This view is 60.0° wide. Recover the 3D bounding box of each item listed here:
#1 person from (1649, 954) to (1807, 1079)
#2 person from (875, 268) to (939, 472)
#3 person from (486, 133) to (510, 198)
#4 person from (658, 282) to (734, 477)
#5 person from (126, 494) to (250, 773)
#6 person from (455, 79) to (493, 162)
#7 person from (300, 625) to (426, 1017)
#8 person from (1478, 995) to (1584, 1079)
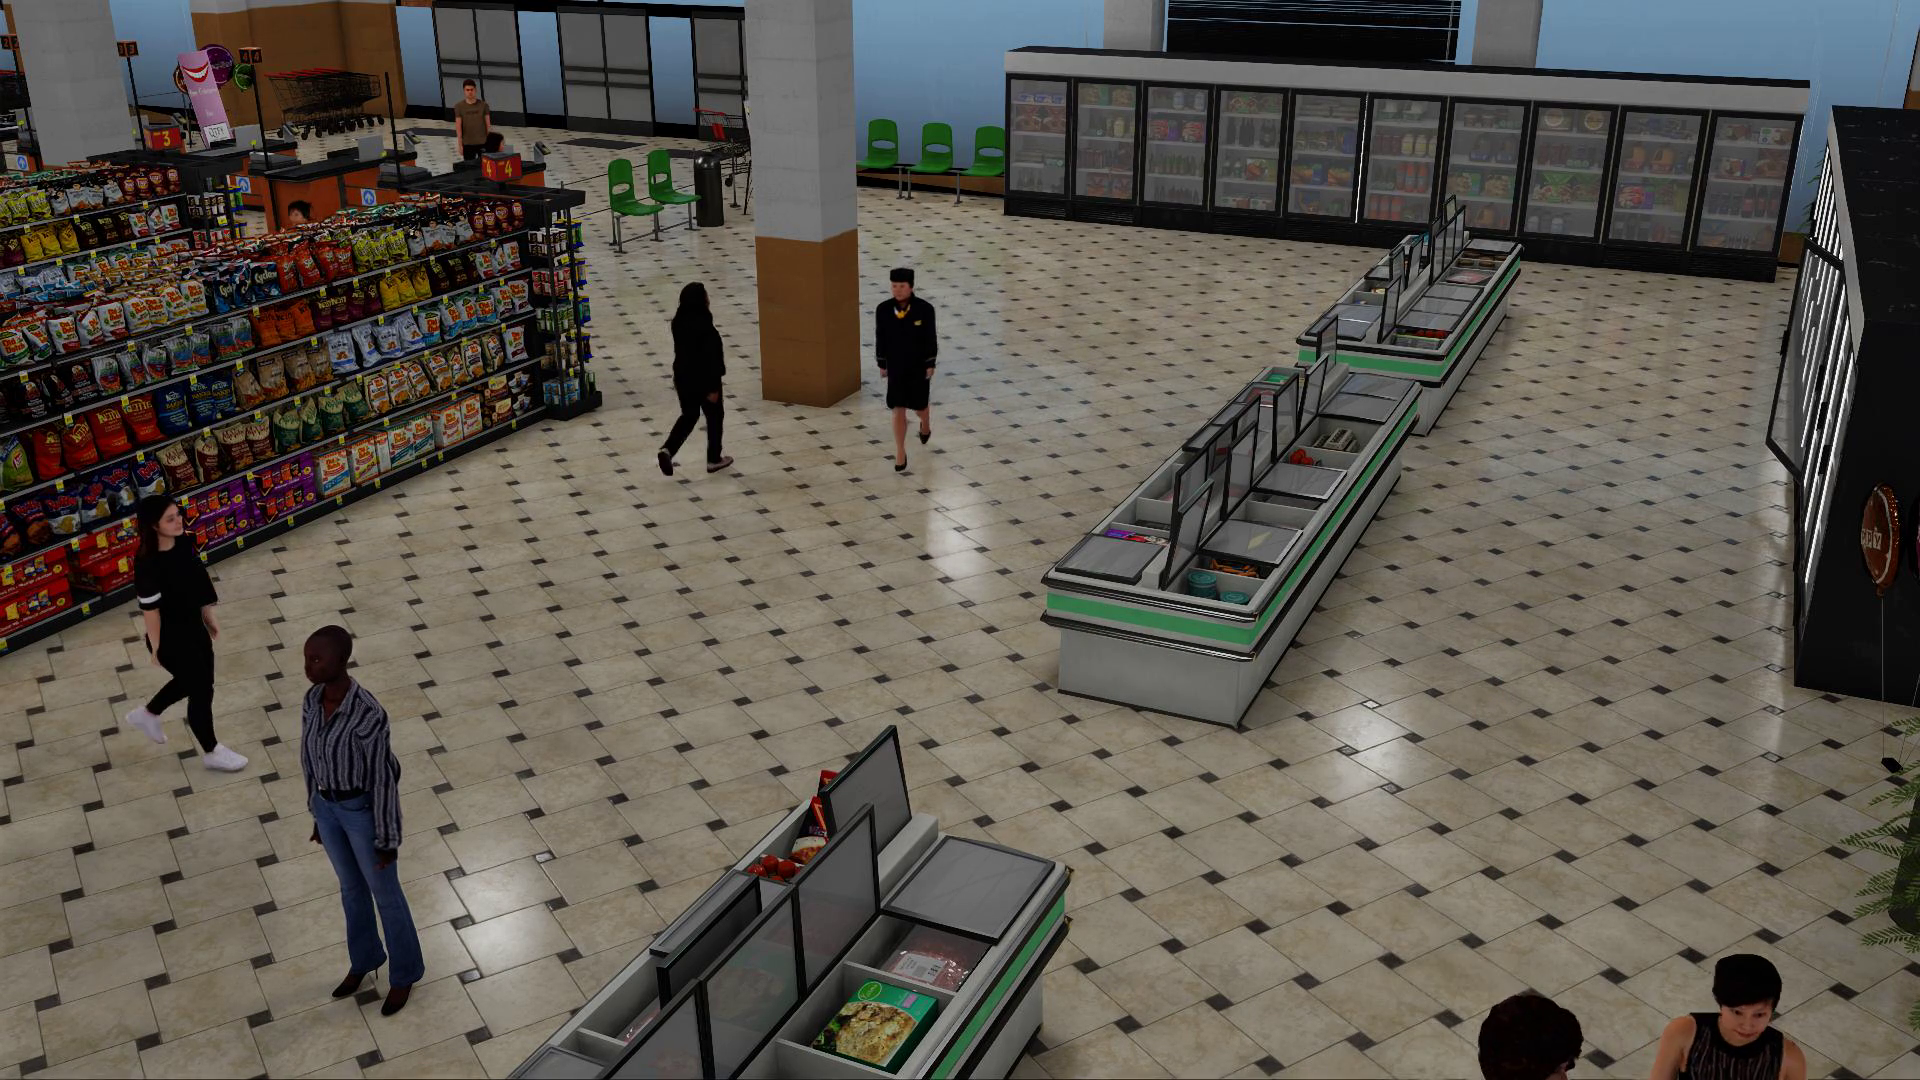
[{"bbox_3d":[2.417,1.968,5.401,0.721,1.586,0.770,5,22,12],"label":"person"},{"bbox_3d":[-0.403,-1.429,13.764,0.840,1.653,1.046,4,22,11],"label":"person"},{"bbox_3d":[-5.694,-4.073,20.287,1.129,1.696,0.974,-12,25,-27],"label":"person"},{"bbox_3d":[-2.176,-1.258,13.412,0.761,1.597,1.016,16,27,34],"label":"person"},{"bbox_3d":[-4.274,0.509,8.982,0.849,1.623,0.927,2,22,6],"label":"person"},{"bbox_3d":[-7.107,-5.814,24.412,0.729,1.851,0.804,-9,24,-22],"label":"person"},{"bbox_3d":[-2.564,1.184,7.071,0.635,1.795,0.534,11,25,26],"label":"person"},{"bbox_3d":[1.515,2.074,5.031,1.072,1.664,1.160,-7,23,-16],"label":"person"}]
